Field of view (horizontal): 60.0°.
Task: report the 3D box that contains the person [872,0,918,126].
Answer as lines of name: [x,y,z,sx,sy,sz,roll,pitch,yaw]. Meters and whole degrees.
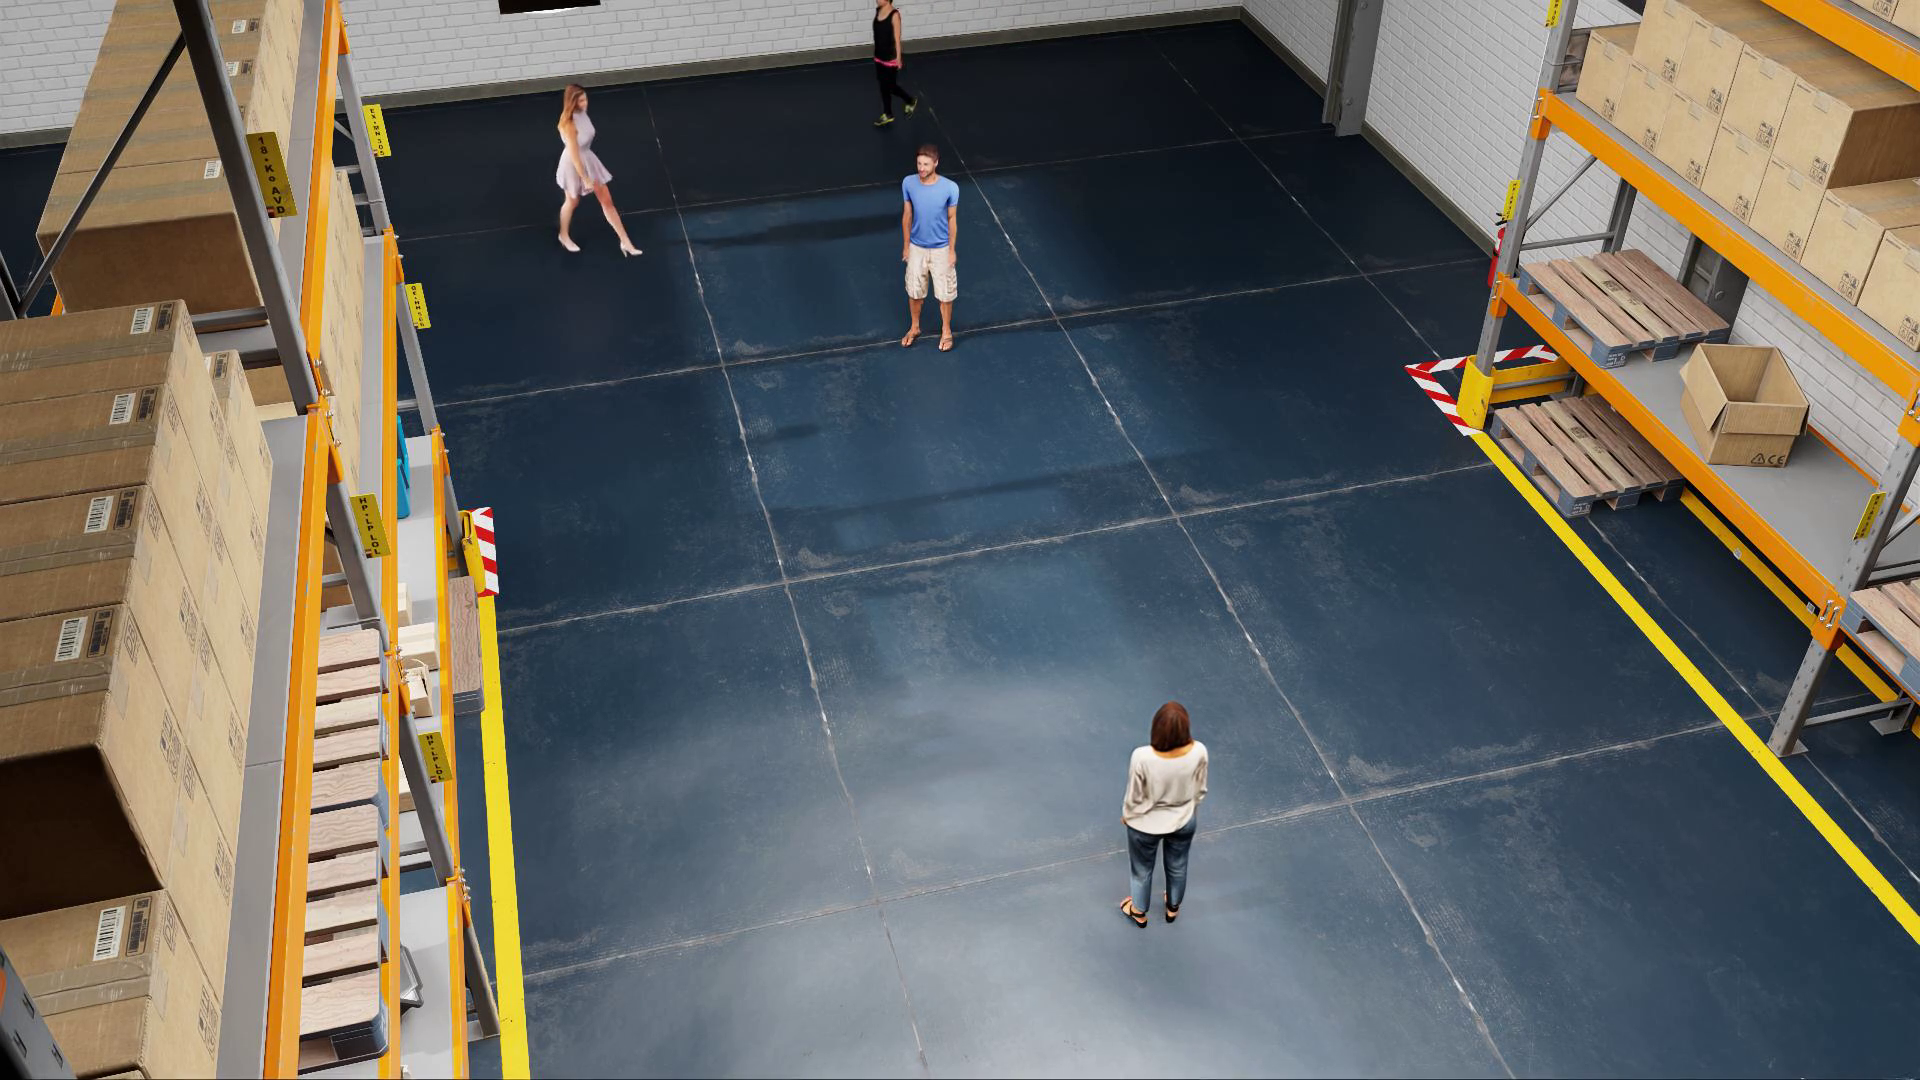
person: [-0.702,-5.157,17.604,0.726,1.543,0.720,-24,44,-27]

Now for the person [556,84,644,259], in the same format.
person: [-3.542,-3.338,15.189,1.037,1.714,1.098,13,40,16]

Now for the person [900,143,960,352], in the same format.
person: [-0.248,-2.482,13.998,0.731,1.862,0.717,8,39,10]

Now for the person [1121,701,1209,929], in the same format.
person: [1.113,1.519,9.132,0.625,1.682,0.552,-6,39,-8]
